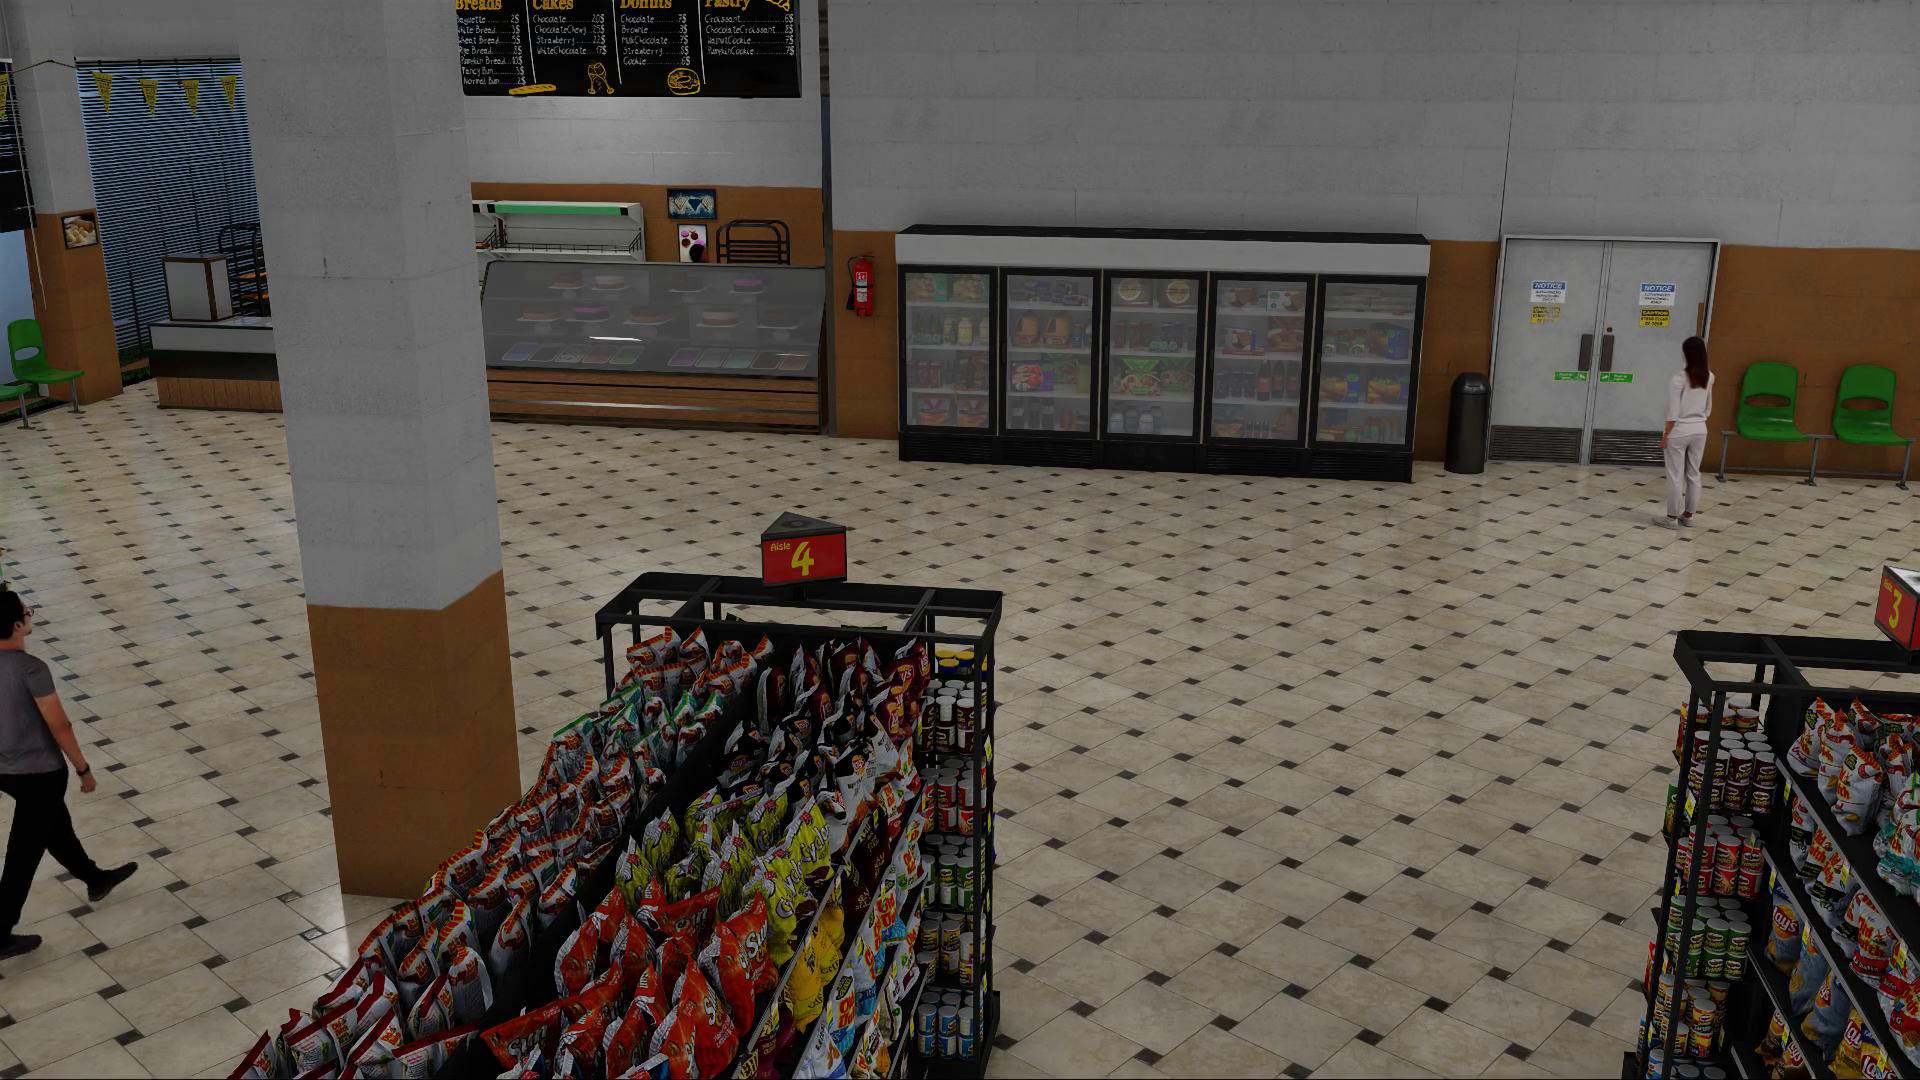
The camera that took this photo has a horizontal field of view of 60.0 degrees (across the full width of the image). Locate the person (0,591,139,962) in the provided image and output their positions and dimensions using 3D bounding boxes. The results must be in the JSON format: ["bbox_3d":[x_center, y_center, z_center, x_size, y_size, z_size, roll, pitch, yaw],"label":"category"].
[{"bbox_3d":[-4.392,1.123,7.723,0.823,1.707,1.222,7,18,22],"label":"person"}]

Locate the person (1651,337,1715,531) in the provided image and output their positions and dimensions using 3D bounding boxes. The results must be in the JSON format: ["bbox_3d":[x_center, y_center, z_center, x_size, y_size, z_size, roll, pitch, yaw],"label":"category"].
[{"bbox_3d":[6.344,-0.936,14.537,0.679,1.689,0.683,-5,18,-17],"label":"person"}]
